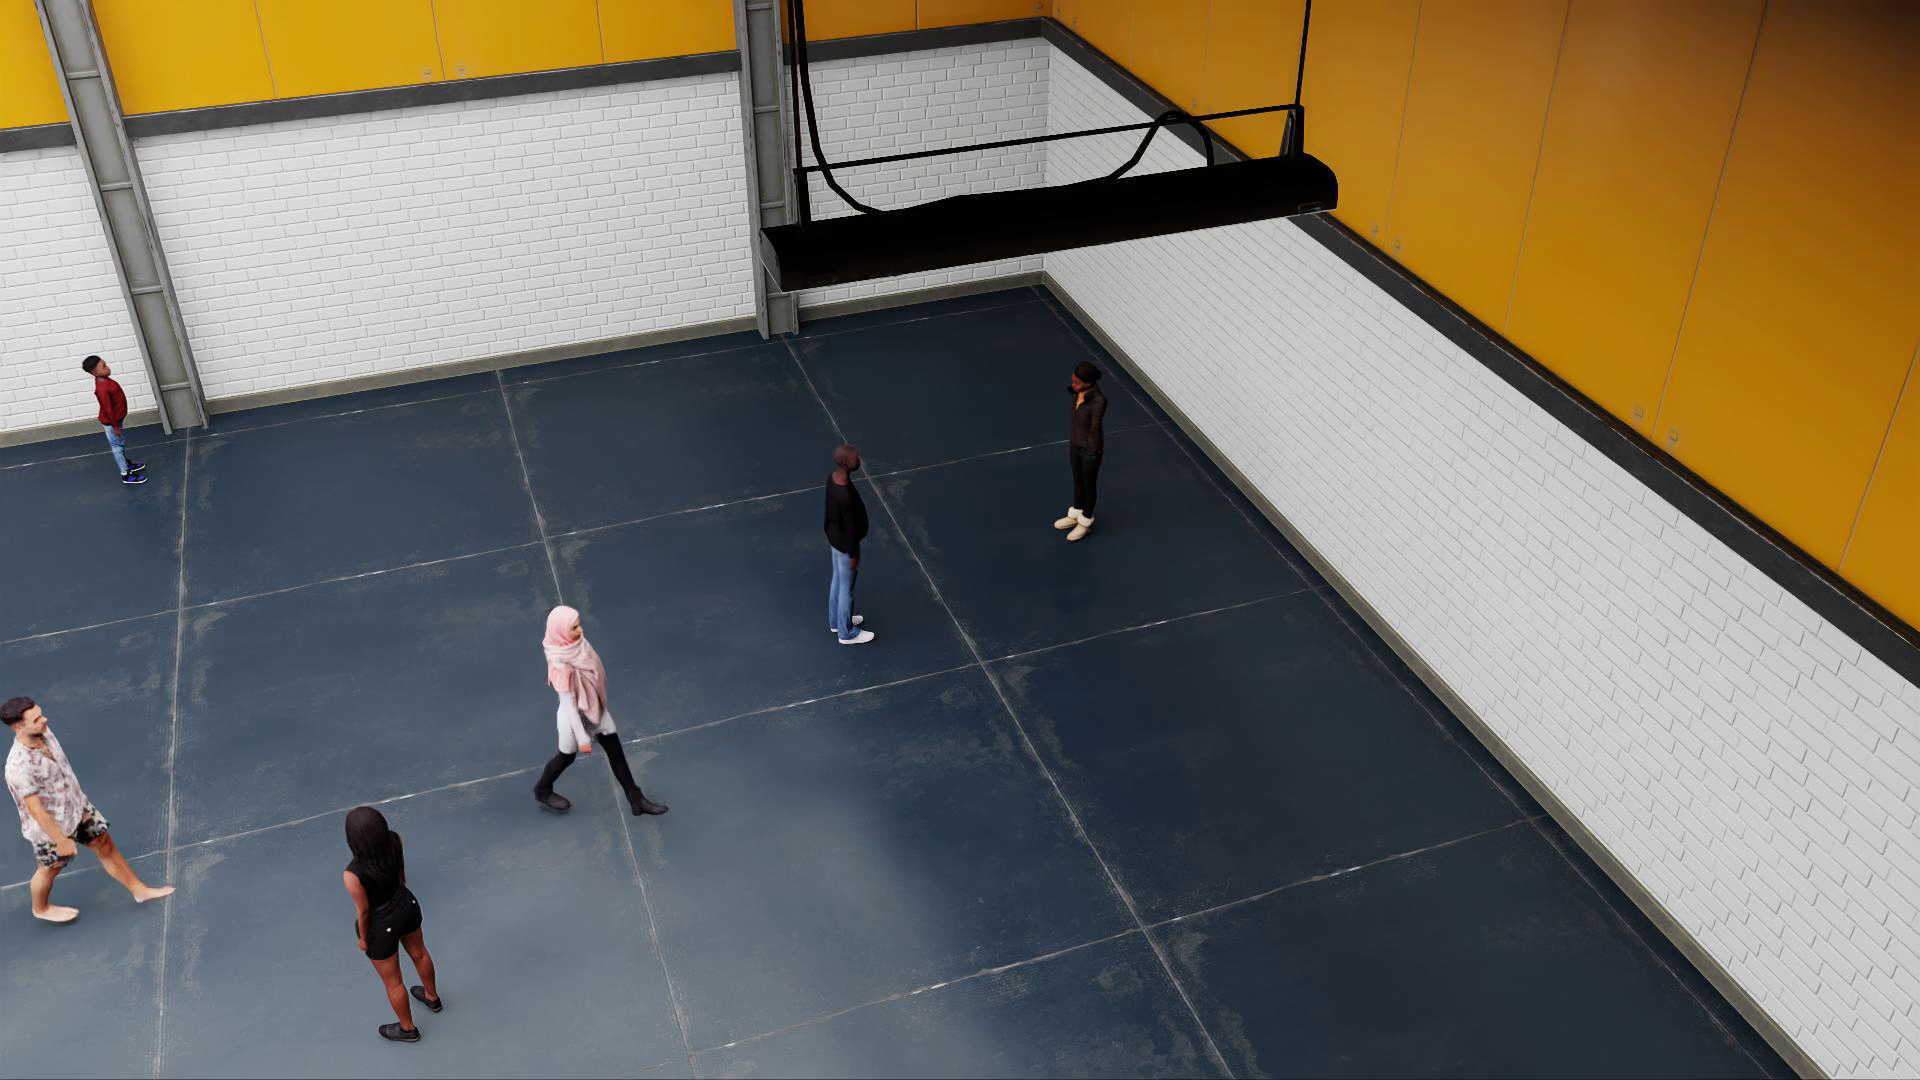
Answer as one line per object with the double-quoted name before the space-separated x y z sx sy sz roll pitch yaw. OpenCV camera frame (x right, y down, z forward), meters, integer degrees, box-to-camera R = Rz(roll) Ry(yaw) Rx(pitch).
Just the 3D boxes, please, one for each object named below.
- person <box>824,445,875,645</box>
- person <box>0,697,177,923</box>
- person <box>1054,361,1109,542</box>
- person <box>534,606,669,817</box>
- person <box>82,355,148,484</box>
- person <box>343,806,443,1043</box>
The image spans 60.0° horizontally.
"person" -0.909 0.021 13.061 0.521 1.749 0.581 -11 35 -16
"person" -5.776 1.742 10.452 1.194 1.772 0.898 -2 34 -3
"person" 1.101 -0.807 14.387 0.667 1.660 0.616 -17 37 -23
"person" -2.660 1.212 11.267 1.298 1.752 1.047 5 34 7
"person" -7.770 -1.124 15.229 0.490 1.256 0.512 -13 36 -19
"person" -3.348 2.230 9.746 0.711 1.741 0.668 12 35 17
